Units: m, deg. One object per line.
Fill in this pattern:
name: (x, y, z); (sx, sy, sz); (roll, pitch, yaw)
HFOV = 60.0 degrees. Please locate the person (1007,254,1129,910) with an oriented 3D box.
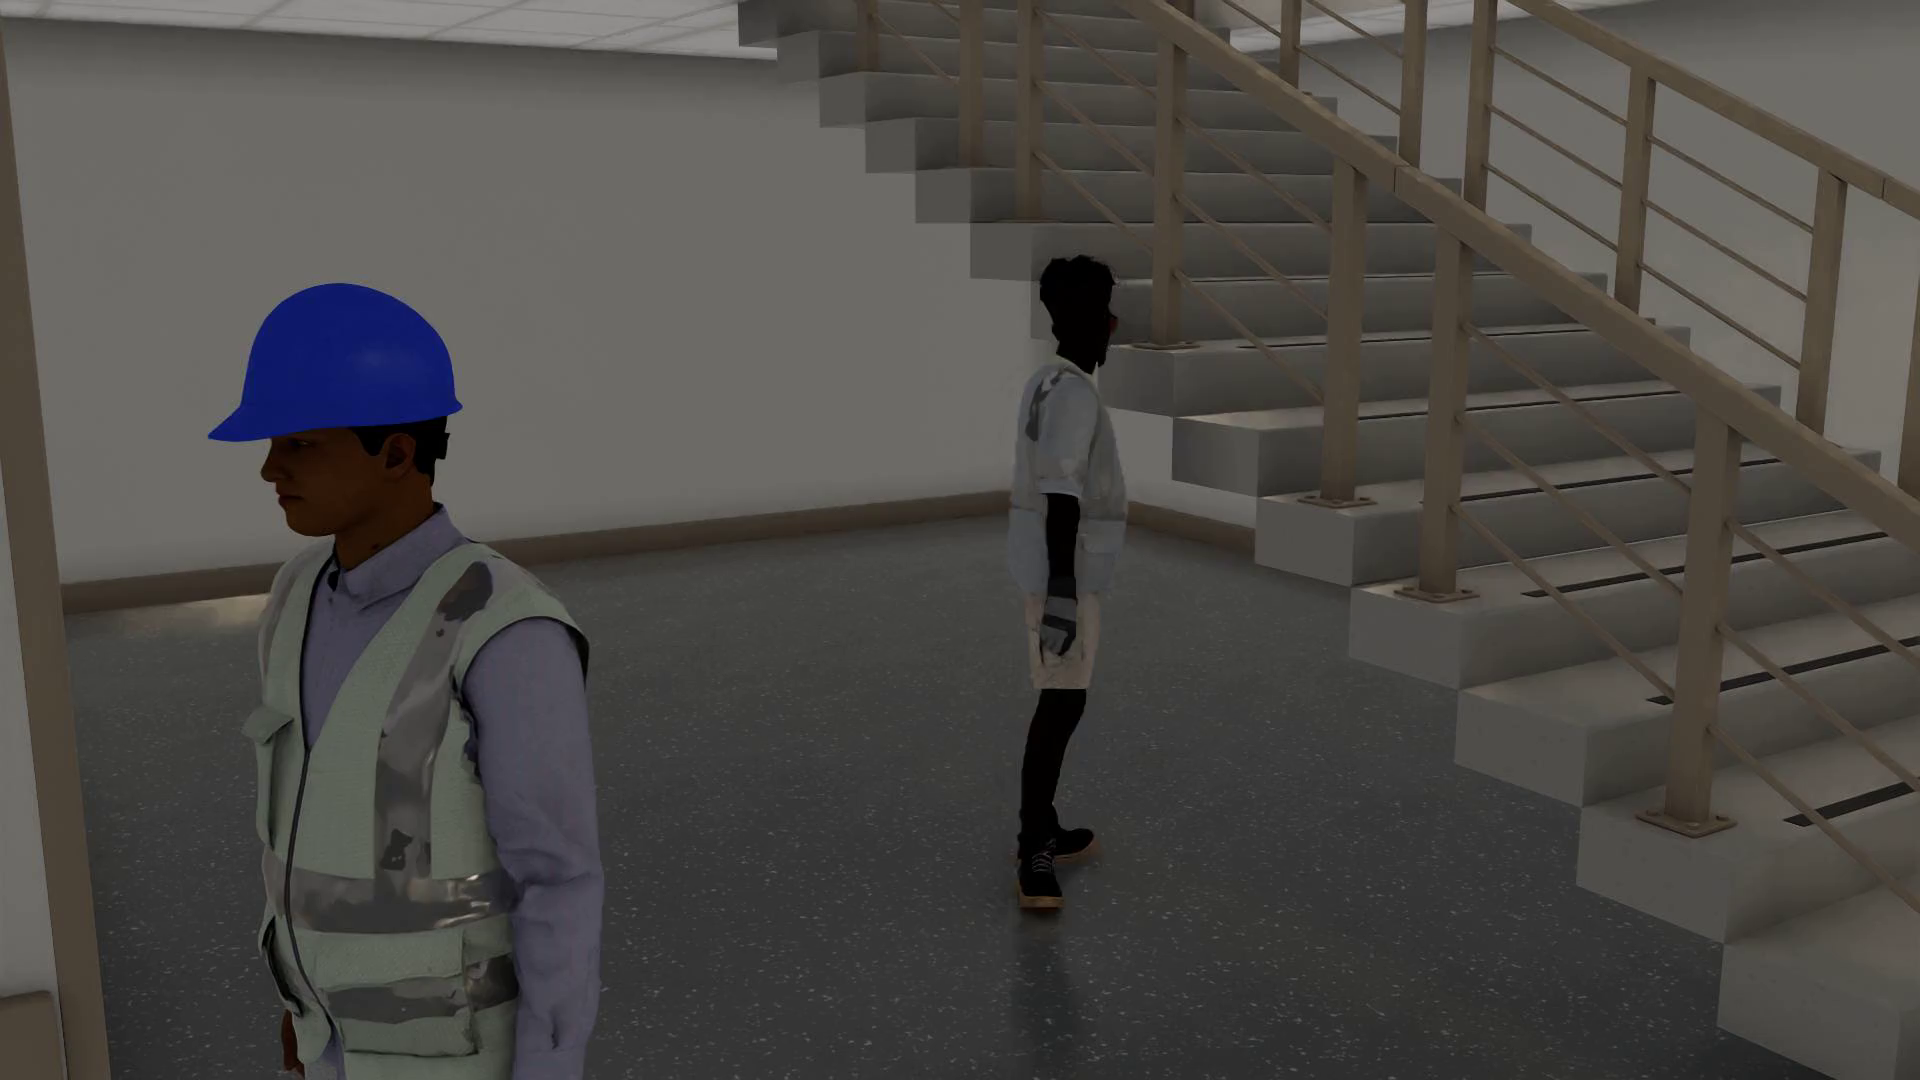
person: (0.329, 0.117, 5.048); (0.369, 1.935, 0.784); (0, 11, 1)

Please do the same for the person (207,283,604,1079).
person: (-0.733, 0.638, 2.236); (0.618, 1.945, 0.395); (8, 14, 37)
